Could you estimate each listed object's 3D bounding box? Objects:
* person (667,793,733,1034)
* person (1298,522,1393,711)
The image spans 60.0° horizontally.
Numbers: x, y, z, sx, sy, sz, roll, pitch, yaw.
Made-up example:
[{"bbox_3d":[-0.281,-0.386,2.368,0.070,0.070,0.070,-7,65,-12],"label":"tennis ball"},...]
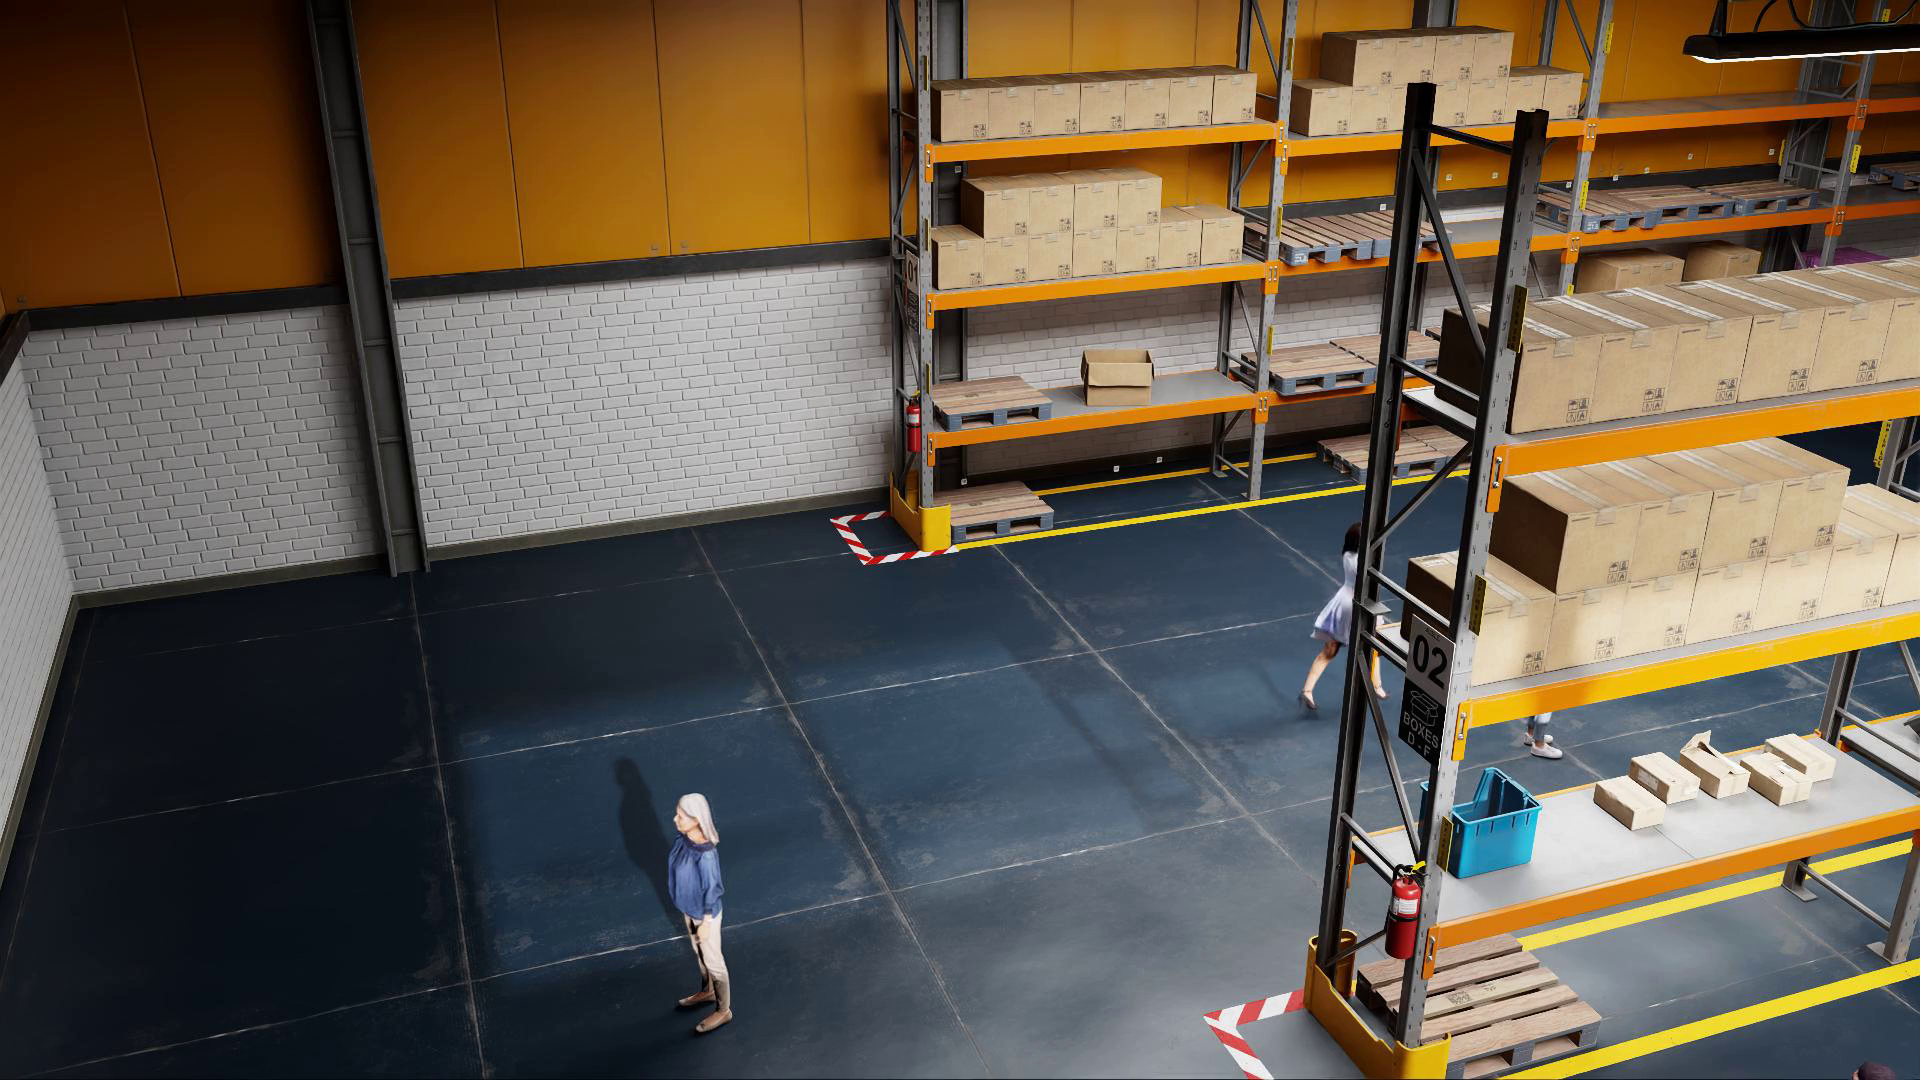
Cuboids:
[{"bbox_3d":[-1.659,2.362,10.667,0.618,1.697,0.655,-13,27,-28],"label":"person"},{"bbox_3d":[3.300,0.707,14.364,1.144,1.767,0.617,-8,25,-17],"label":"person"}]
